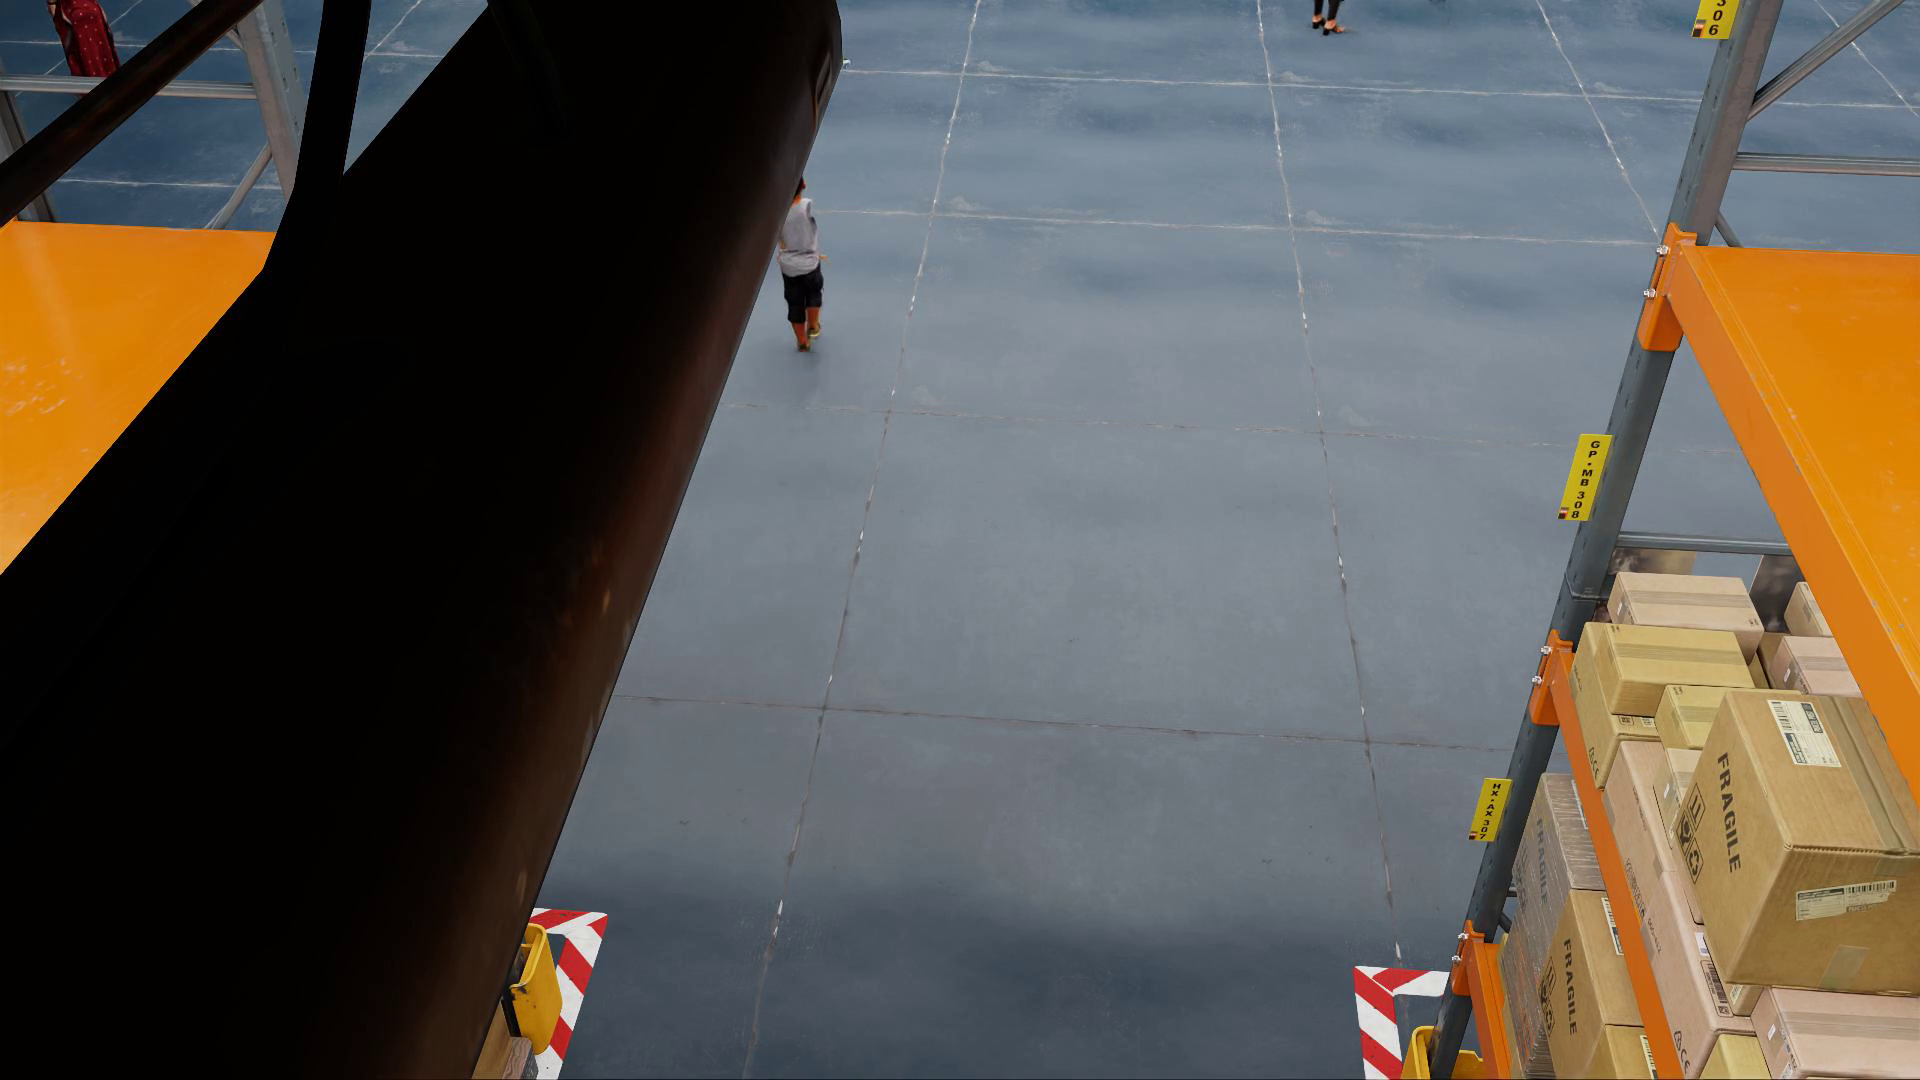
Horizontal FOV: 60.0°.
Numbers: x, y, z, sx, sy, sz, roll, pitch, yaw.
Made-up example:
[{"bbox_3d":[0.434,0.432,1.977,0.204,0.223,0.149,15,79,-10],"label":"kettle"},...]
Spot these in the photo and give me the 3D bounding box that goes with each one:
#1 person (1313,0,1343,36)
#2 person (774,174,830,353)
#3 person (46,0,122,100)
[{"bbox_3d":[3.786,-5.964,16.741,0.758,1.700,0.663,-20,42,-24],"label":"person"},{"bbox_3d":[-1.154,-2.018,11.905,0.658,1.445,0.735,-3,38,-3],"label":"person"},{"bbox_3d":[-8.189,-4.893,15.422,0.826,1.637,0.734,27,45,30],"label":"person"}]
